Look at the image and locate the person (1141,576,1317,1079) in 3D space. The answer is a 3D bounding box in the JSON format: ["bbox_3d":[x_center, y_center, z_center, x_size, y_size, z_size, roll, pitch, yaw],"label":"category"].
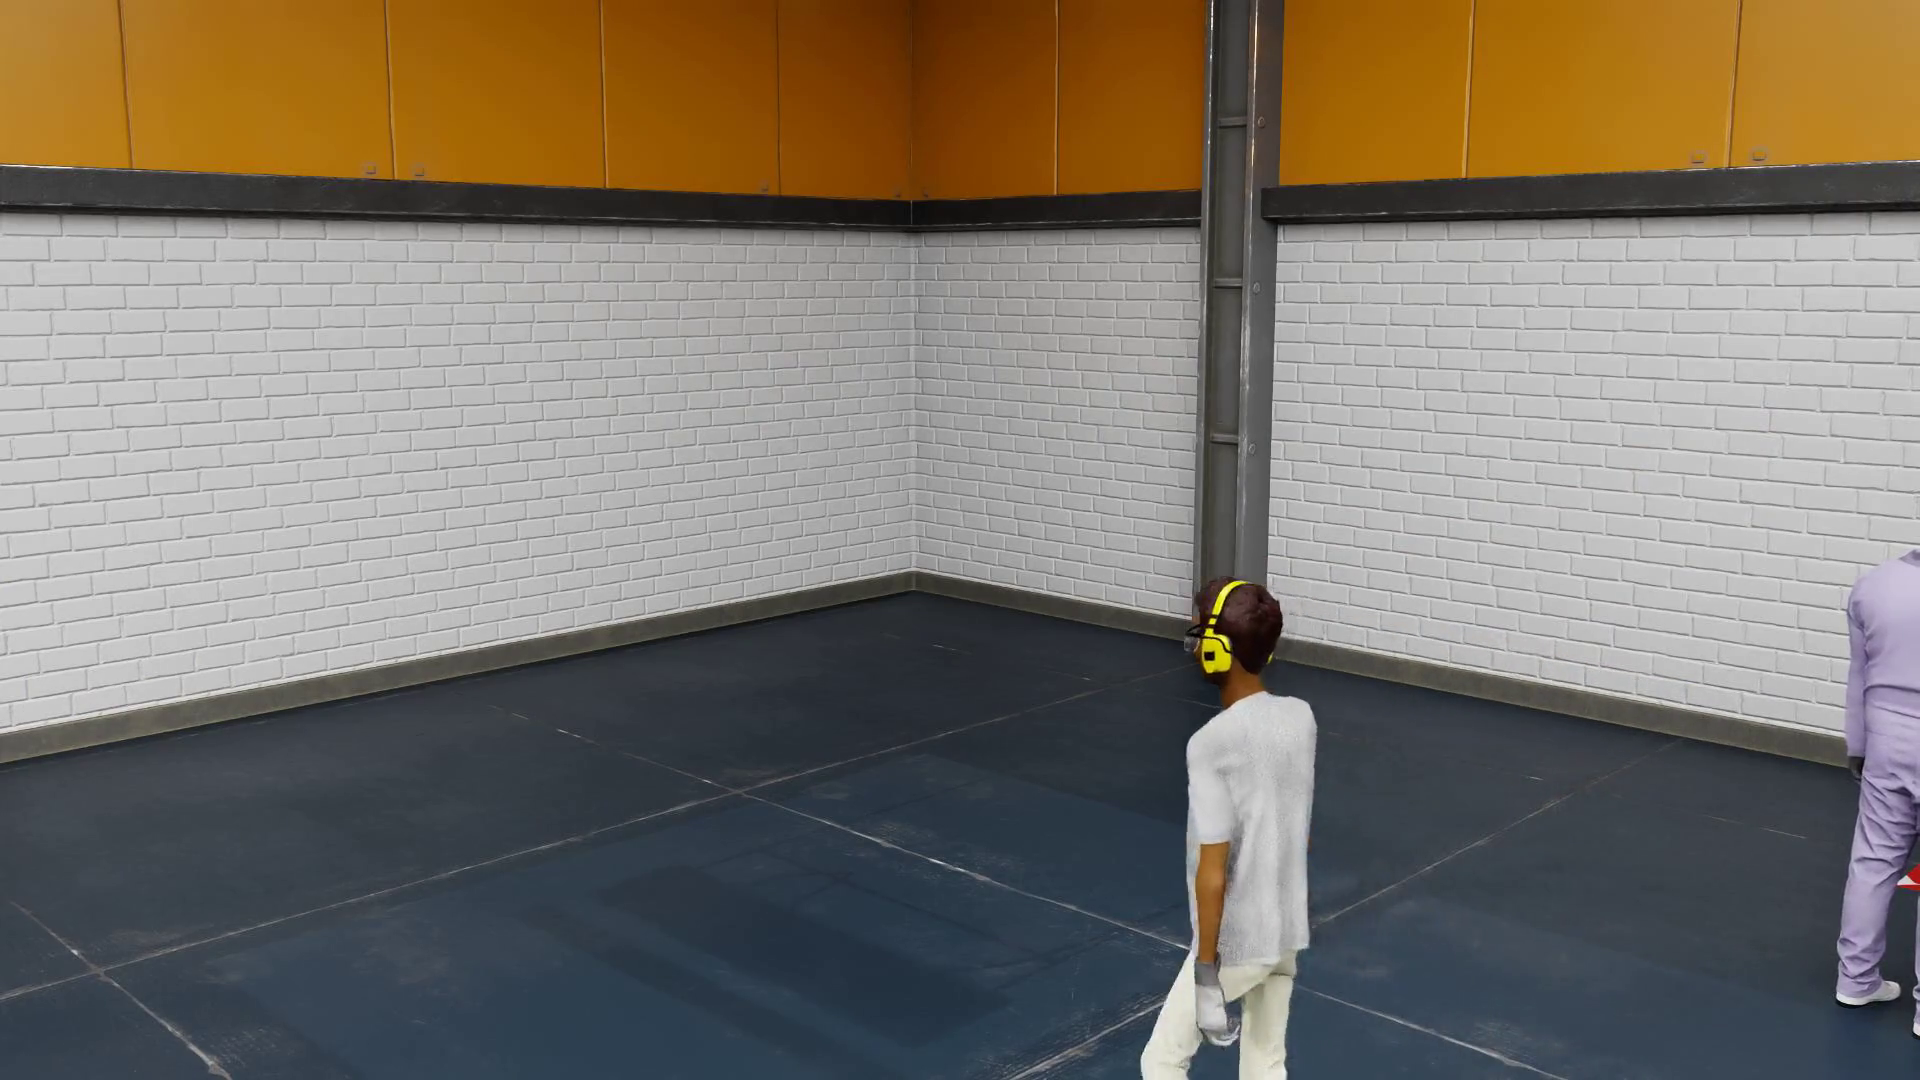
[{"bbox_3d":[0.704,1.013,4.175,0.504,1.855,0.432,-8,12,-39],"label":"person"}]

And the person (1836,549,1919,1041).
[{"bbox_3d":[3.332,0.749,5.665,0.403,1.900,0.646,-5,10,-26],"label":"person"}]
